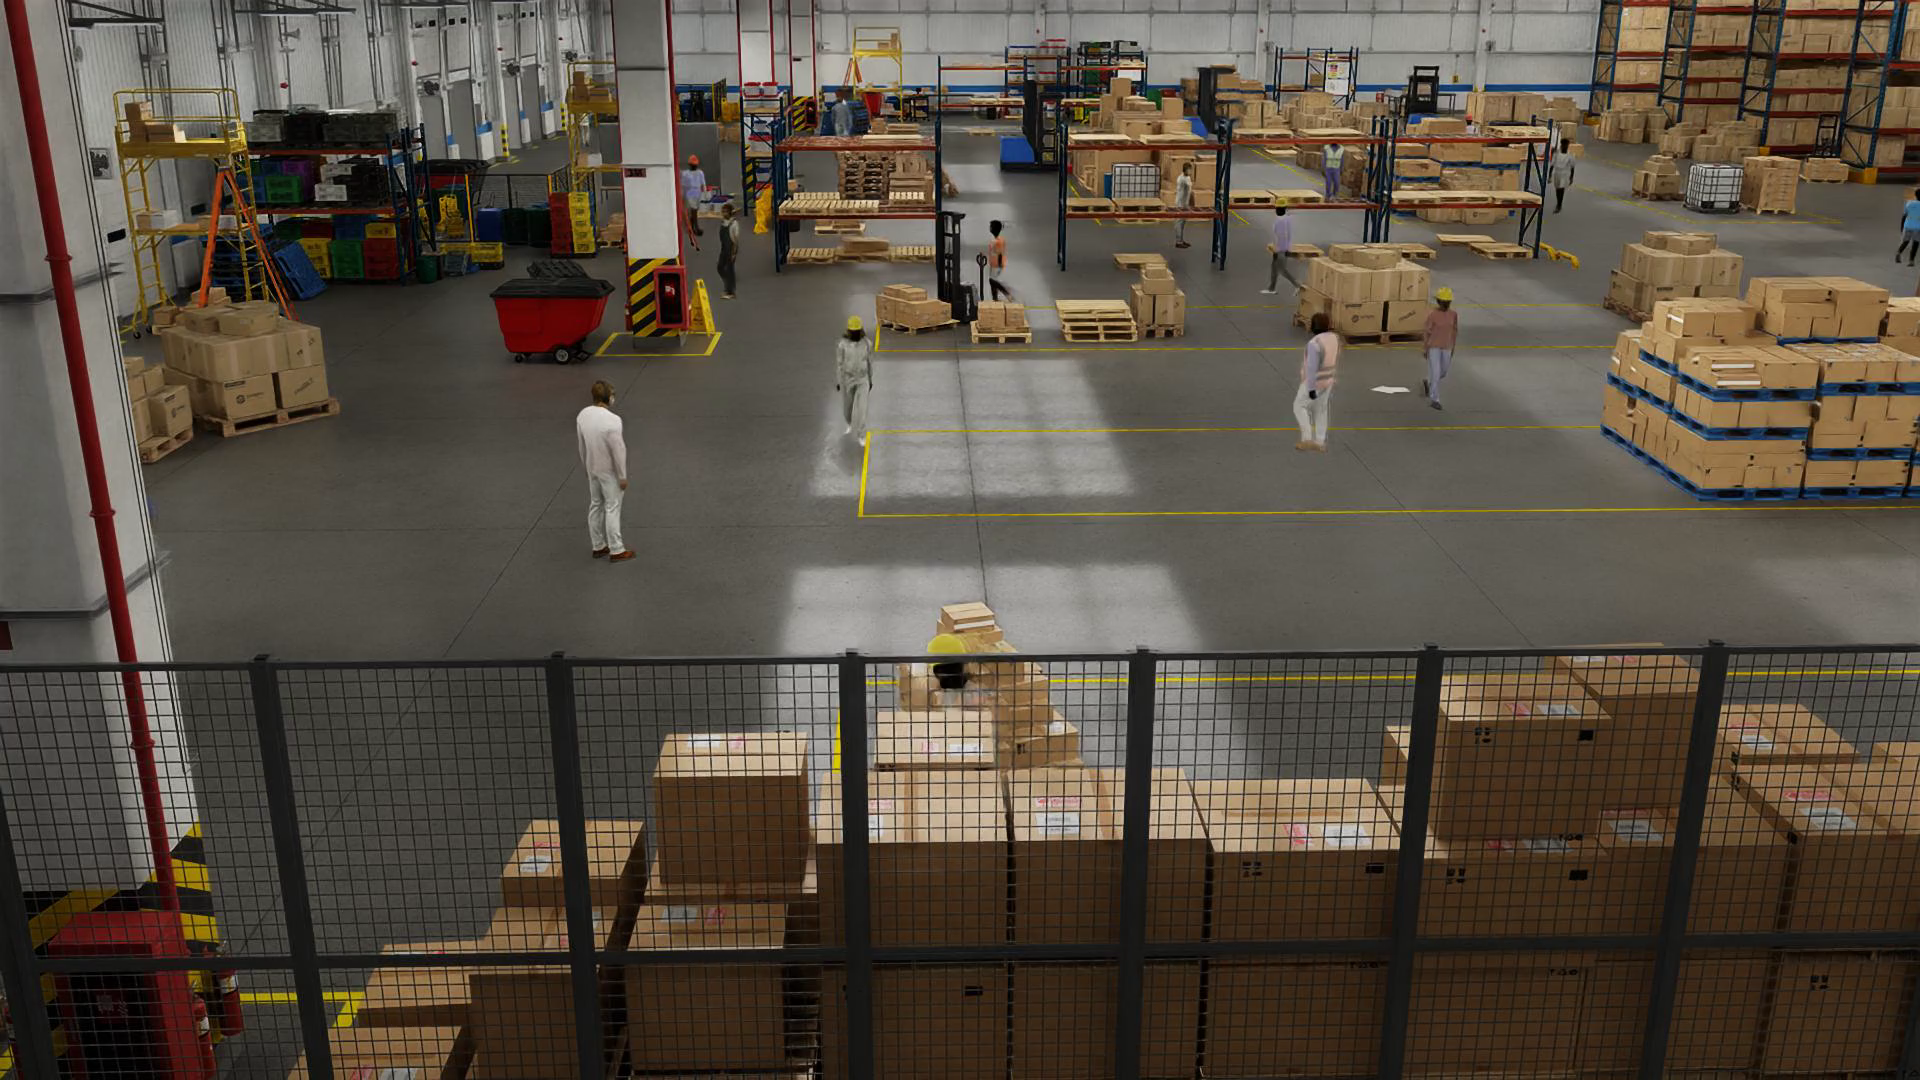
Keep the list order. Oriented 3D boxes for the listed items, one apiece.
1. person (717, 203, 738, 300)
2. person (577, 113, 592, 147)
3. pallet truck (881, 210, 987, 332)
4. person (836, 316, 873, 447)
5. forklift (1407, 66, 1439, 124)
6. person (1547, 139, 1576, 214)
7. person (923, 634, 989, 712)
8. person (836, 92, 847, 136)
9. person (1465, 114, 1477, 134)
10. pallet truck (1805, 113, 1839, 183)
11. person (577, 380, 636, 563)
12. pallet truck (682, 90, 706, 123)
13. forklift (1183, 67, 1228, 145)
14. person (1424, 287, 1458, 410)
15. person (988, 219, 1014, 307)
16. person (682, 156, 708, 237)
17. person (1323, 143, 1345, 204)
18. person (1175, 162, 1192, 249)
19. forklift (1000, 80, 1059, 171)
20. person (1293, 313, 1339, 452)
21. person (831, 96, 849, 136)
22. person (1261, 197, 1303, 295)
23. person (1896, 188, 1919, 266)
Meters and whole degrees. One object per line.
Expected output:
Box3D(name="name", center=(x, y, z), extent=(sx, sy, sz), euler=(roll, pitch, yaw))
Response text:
Box3D(name="person", center=(-4.457, -5.540, 31.912), extent=(0.373, 1.837, 0.530), euler=(-16, 24, -38))
Box3D(name="person", center=(-13.779, -15.238, 61.013), extent=(0.551, 1.621, 0.450), euler=(-2, 19, -6))
Box3D(name="pallet truck", center=(-0.493, -4.759, 29.349), extent=(1.885, 1.965, 0.823), euler=(-13, 23, -34))
Box3D(name="person", center=(-1.399, -2.157, 22.071), extent=(0.493, 1.714, 0.803), euler=(-3, 19, -8))
Box3D(name="forklift", center=(17.361, -16.345, 62.361), extent=(1.129, 2.768, 1.873), euler=(2, 19, 7))
Box3D(name="person", center=(15.874, -9.608, 43.865), extent=(0.611, 1.926, 0.989), euler=(13, 23, 33))
Box3D(name="person", center=(0.060, 1.518, 10.900), extent=(0.532, 1.881, 0.651), euler=(-8, 20, -23))
Box3D(name="person", center=(-4.525, -15.931, 62.688), extent=(0.410, 1.868, 0.617), euler=(10, 21, 26))
Box3D(name="person", center=(15.655, -12.155, 51.382), extent=(0.551, 1.936, 0.357), euler=(-2, 19, -7))
Box3D(name="pallet truck", center=(26.403, -11.957, 50.702), extent=(0.823, 1.965, 1.885), euler=(6, 19, 16))
Box3D(name="person", center=(-3.729, -0.723, 17.466), extent=(0.630, 1.938, 0.366), euler=(14, 23, 36))
Box3D(name="pallet truck", center=(-9.671, -15.907, 62.421), extent=(0.823, 1.965, 1.885), euler=(5, 19, 15))
Box3D(name="forklift", center=(8.914, -15.889, 61.007), extent=(1.873, 2.768, 1.129), euler=(-1, 19, -2))
Box3D(name="person", center=(6.842, -2.772, 23.842), extent=(0.529, 1.751, 0.598), euler=(-5, 19, -16))
Box3D(name="person", center=(0.711, -5.103, 30.852), extent=(0.431, 1.679, 0.543), euler=(-5, 19, -14))
Box3D(name="person", center=(-6.315, -8.221, 39.789), extent=(0.573, 1.881, 0.994), euler=(-11, 22, -30))
Box3D(name="person", center=(10.185, -10.117, 45.398), extent=(0.593, 1.895, 0.594), euler=(1, 19, 4))
Box3D(name="person", center=(5.125, -7.667, 38.071), extent=(0.379, 1.937, 0.629), euler=(7, 20, 20))
Box3D(name="forklift", center=(2.238, -13.269, 53.236), extent=(1.873, 2.768, 1.129), euler=(-1, 19, -2))
Box3D(name="person", center=(4.601, -2.045, 21.568), extent=(0.630, 1.826, 0.500), euler=(-16, 25, -40))
Box3D(name="person", center=(-4.301, -14.991, 59.826), extent=(0.642, 1.922, 0.681), euler=(-5, 19, -15))
Box3D(name="person", center=(6.291, -5.684, 32.252), extent=(0.806, 1.902, 0.595), euler=(9, 21, 24))
Box3D(name="person", center=(20.366, -6.683, 35.547), extent=(0.475, 1.681, 0.540), euler=(-15, 24, -38))
